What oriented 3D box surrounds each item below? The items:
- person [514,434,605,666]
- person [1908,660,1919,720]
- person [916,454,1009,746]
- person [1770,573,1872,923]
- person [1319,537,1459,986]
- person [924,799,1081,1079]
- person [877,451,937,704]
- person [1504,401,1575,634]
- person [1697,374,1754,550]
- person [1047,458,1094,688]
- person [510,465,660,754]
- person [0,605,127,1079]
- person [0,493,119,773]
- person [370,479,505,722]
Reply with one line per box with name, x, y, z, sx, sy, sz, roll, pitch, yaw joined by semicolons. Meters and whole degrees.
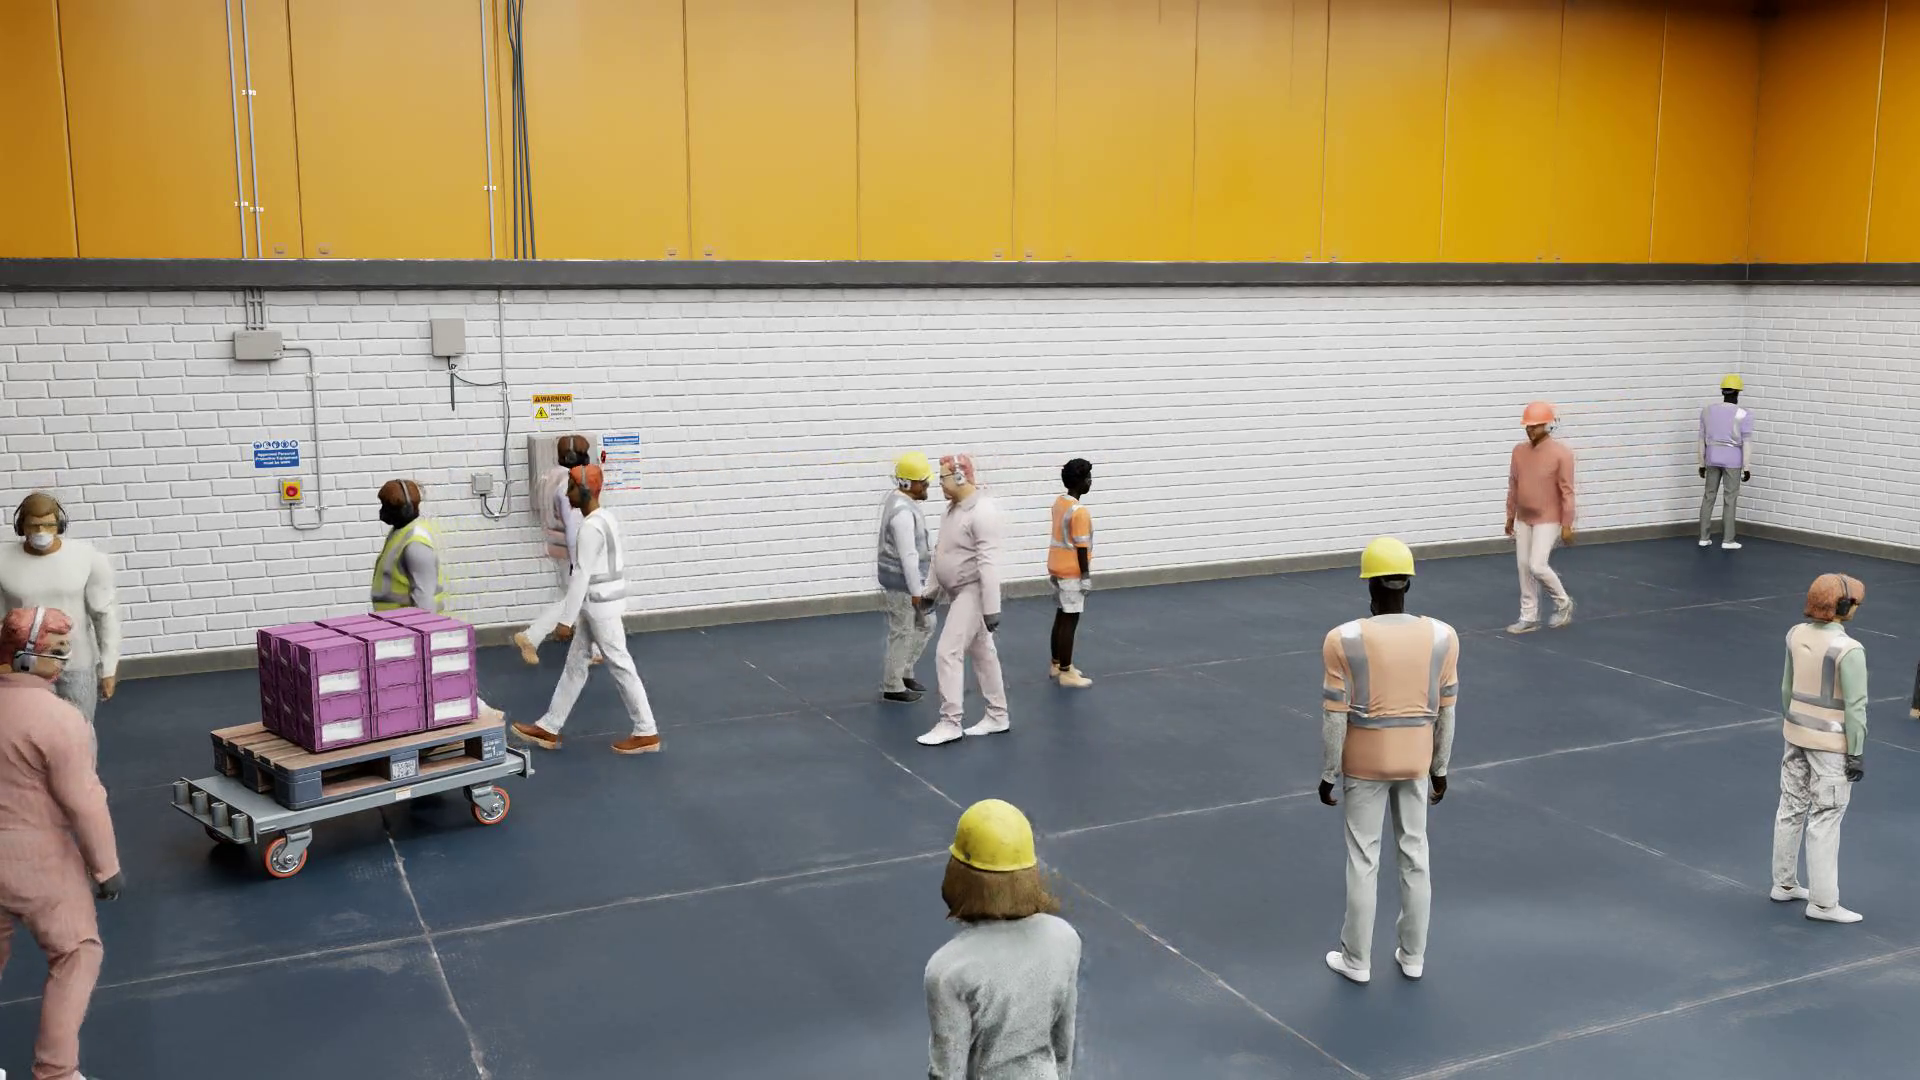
person;-3.013;0.099;12.665;0.734;1.819;0.633;-3;10;-19
person;6.639;0.357;10.997;0.357;1.840;0.519;1;9;5
person;-0.030;0.382;10.749;0.828;1.865;0.655;-3;10;-16
person;4.049;0.967;7.819;0.308;1.638;0.511;-2;9;-10
person;1.806;0.943;7.086;0.586;1.923;0.371;-1;9;-7
person;0.070;1.498;4.307;0.503;1.702;0.848;-6;11;-34
person;-0.352;0.275;11.582;0.454;1.809;0.612;0;9;-2
person;4.830;-0.180;13.898;0.505;1.974;0.623;-5;10;-26
person;8.400;-0.856;18.266;0.396;1.918;0.588;-8;12;-39
person;0.811;0.242;12.156;0.320;1.693;0.539;-3;9;-15
person;-2.353;0.449;10.398;0.972;1.831;0.594;-1;9;-7
person;-3.361;1.152;5.962;0.709;1.868;0.418;3;10;17
person;-4.776;0.692;8.758;0.635;1.879;1.016;-4;10;-24
person;-3.287;0.505;10.173;0.868;1.807;0.627;-3;10;-18
